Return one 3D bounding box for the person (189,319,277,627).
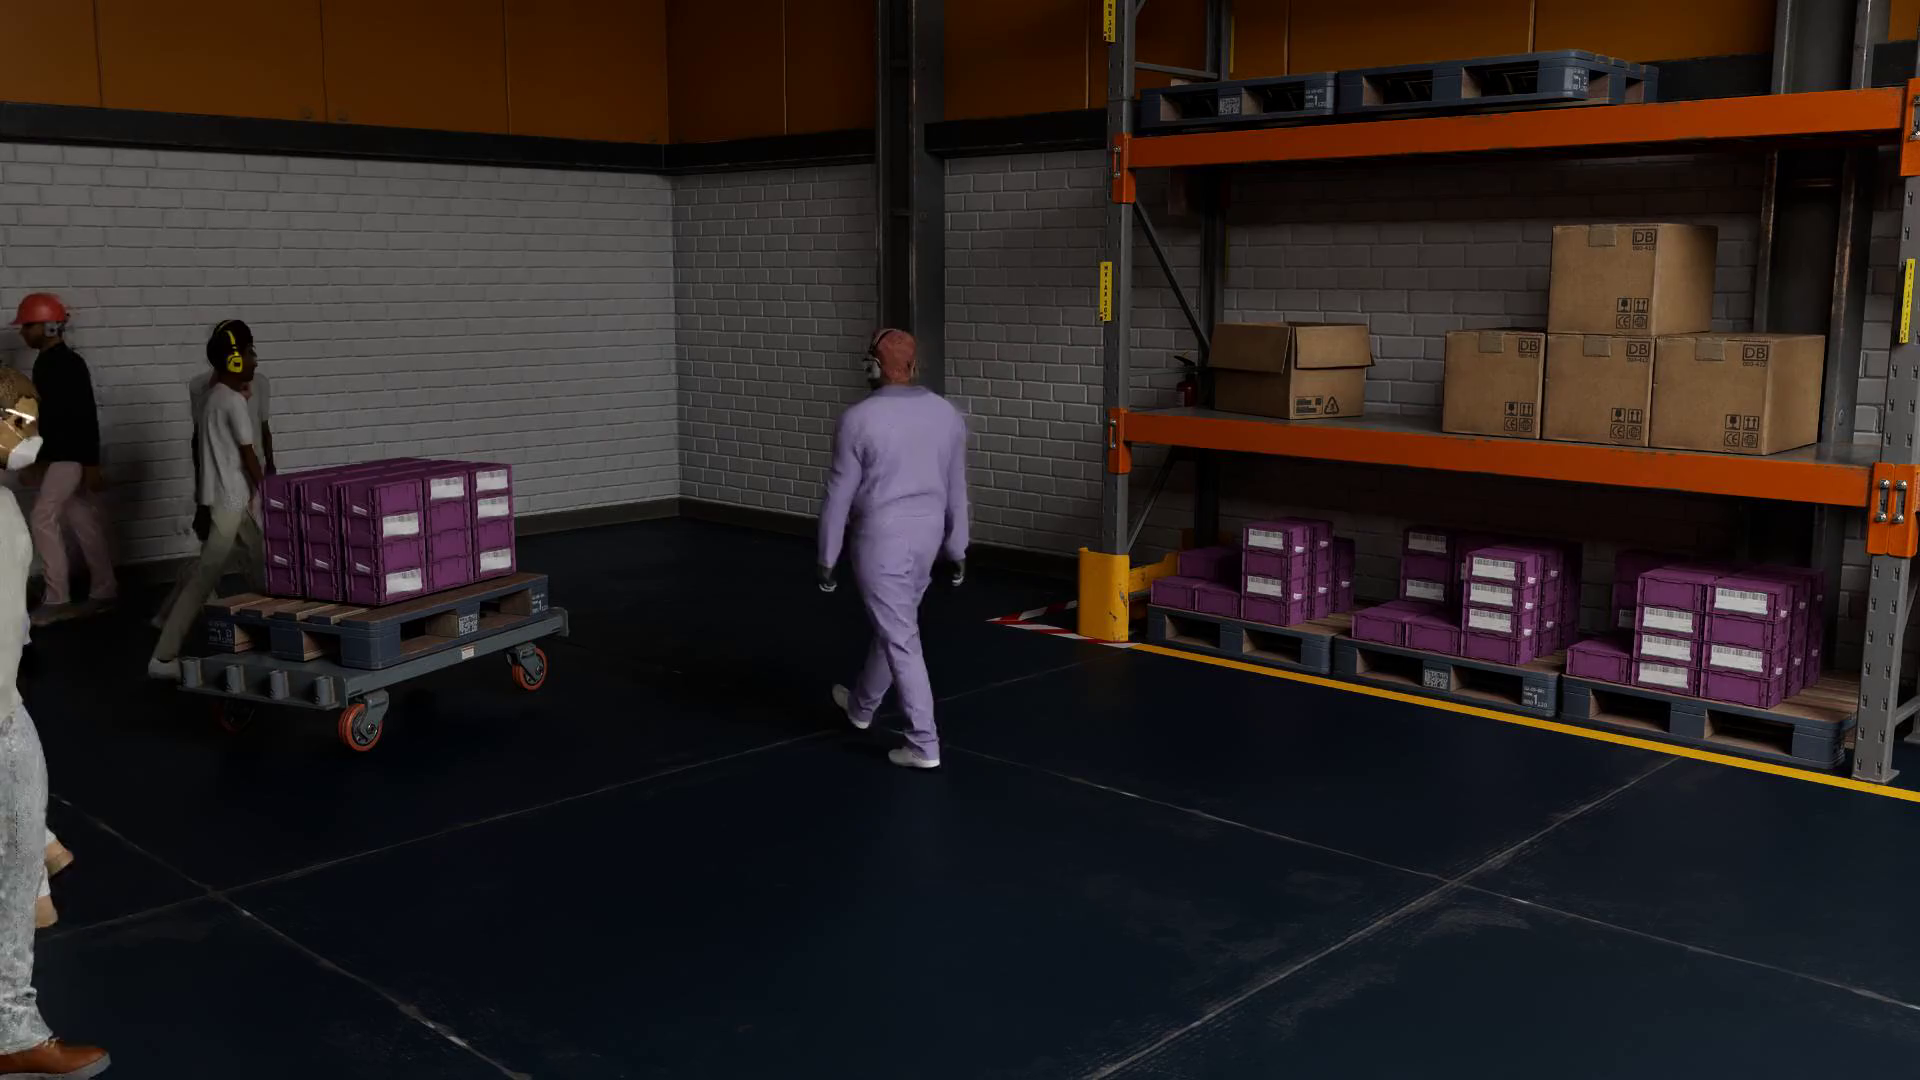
[{"bbox_3d":[-4.314,-0.386,9.827,0.822,1.840,0.552,8,12,40],"label":"person"}]

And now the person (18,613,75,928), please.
[{"bbox_3d":[-3.169,0.388,5.172,0.567,1.800,0.642,-1,9,-6],"label":"person"}]

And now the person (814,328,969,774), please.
[{"bbox_3d":[-0.354,0.022,7.212,0.673,1.855,0.960,-8,12,-40],"label":"person"}]

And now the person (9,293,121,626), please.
[{"bbox_3d":[-5.466,-0.480,9.967,0.763,1.966,0.614,-8,12,-39],"label":"person"}]

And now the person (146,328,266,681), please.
[{"bbox_3d":[-3.792,-0.186,8.665,1.022,1.816,0.528,-6,11,-33],"label":"person"}]

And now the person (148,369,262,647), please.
[{"bbox_3d":[-4.156,-0.188,9.335,0.864,1.596,0.523,-4,10,-22],"label":"person"}]

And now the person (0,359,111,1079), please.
[{"bbox_3d":[-2.627,0.495,4.223,0.680,1.899,0.700,-2,9,-10],"label":"person"}]
